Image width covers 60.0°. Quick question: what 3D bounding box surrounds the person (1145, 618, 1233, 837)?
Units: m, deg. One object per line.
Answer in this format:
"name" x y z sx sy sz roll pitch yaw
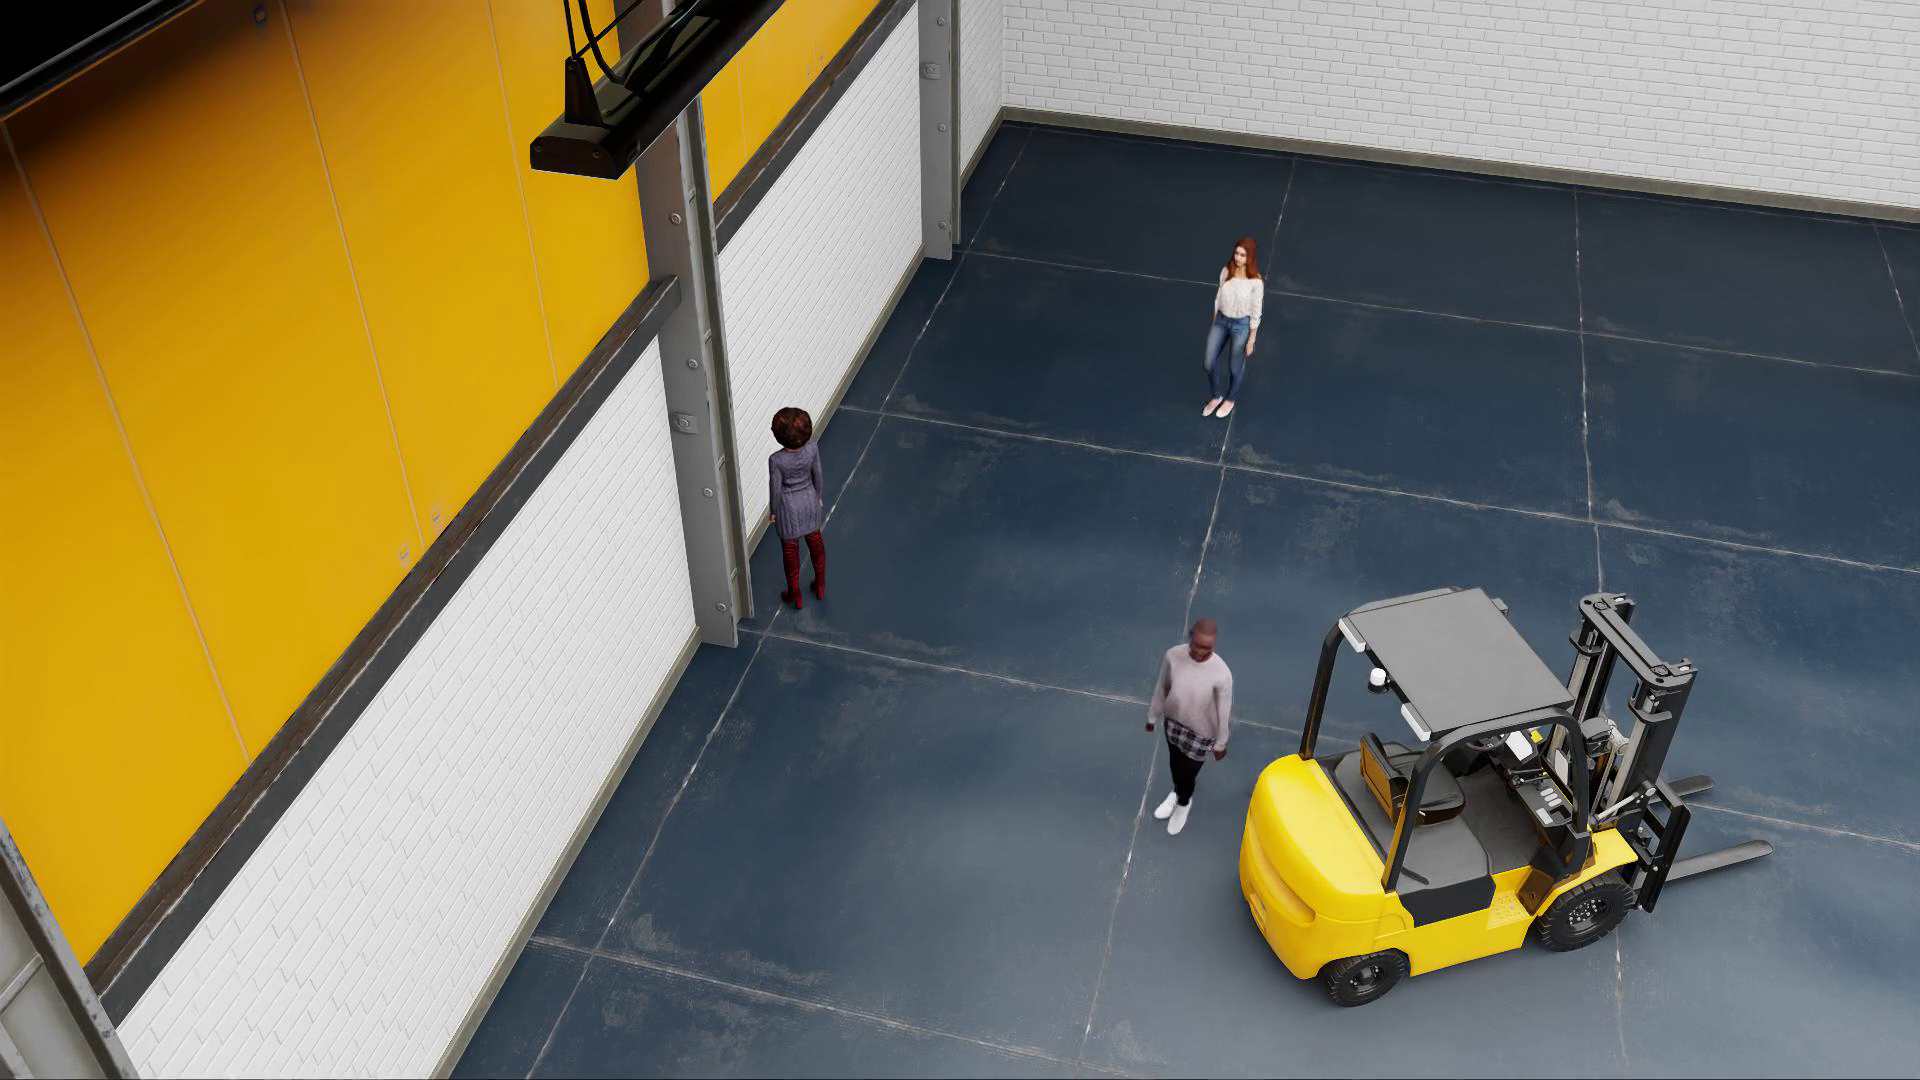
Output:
"person" 1.506 1.119 10.408 0.790 1.763 0.782 31 48 33

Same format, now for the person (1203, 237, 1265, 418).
"person" 2.359 -1.828 14.133 0.694 1.718 0.699 23 44 26

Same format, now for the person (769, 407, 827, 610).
"person" -1.182 -0.233 12.142 0.650 1.711 0.712 -20 43 -24
